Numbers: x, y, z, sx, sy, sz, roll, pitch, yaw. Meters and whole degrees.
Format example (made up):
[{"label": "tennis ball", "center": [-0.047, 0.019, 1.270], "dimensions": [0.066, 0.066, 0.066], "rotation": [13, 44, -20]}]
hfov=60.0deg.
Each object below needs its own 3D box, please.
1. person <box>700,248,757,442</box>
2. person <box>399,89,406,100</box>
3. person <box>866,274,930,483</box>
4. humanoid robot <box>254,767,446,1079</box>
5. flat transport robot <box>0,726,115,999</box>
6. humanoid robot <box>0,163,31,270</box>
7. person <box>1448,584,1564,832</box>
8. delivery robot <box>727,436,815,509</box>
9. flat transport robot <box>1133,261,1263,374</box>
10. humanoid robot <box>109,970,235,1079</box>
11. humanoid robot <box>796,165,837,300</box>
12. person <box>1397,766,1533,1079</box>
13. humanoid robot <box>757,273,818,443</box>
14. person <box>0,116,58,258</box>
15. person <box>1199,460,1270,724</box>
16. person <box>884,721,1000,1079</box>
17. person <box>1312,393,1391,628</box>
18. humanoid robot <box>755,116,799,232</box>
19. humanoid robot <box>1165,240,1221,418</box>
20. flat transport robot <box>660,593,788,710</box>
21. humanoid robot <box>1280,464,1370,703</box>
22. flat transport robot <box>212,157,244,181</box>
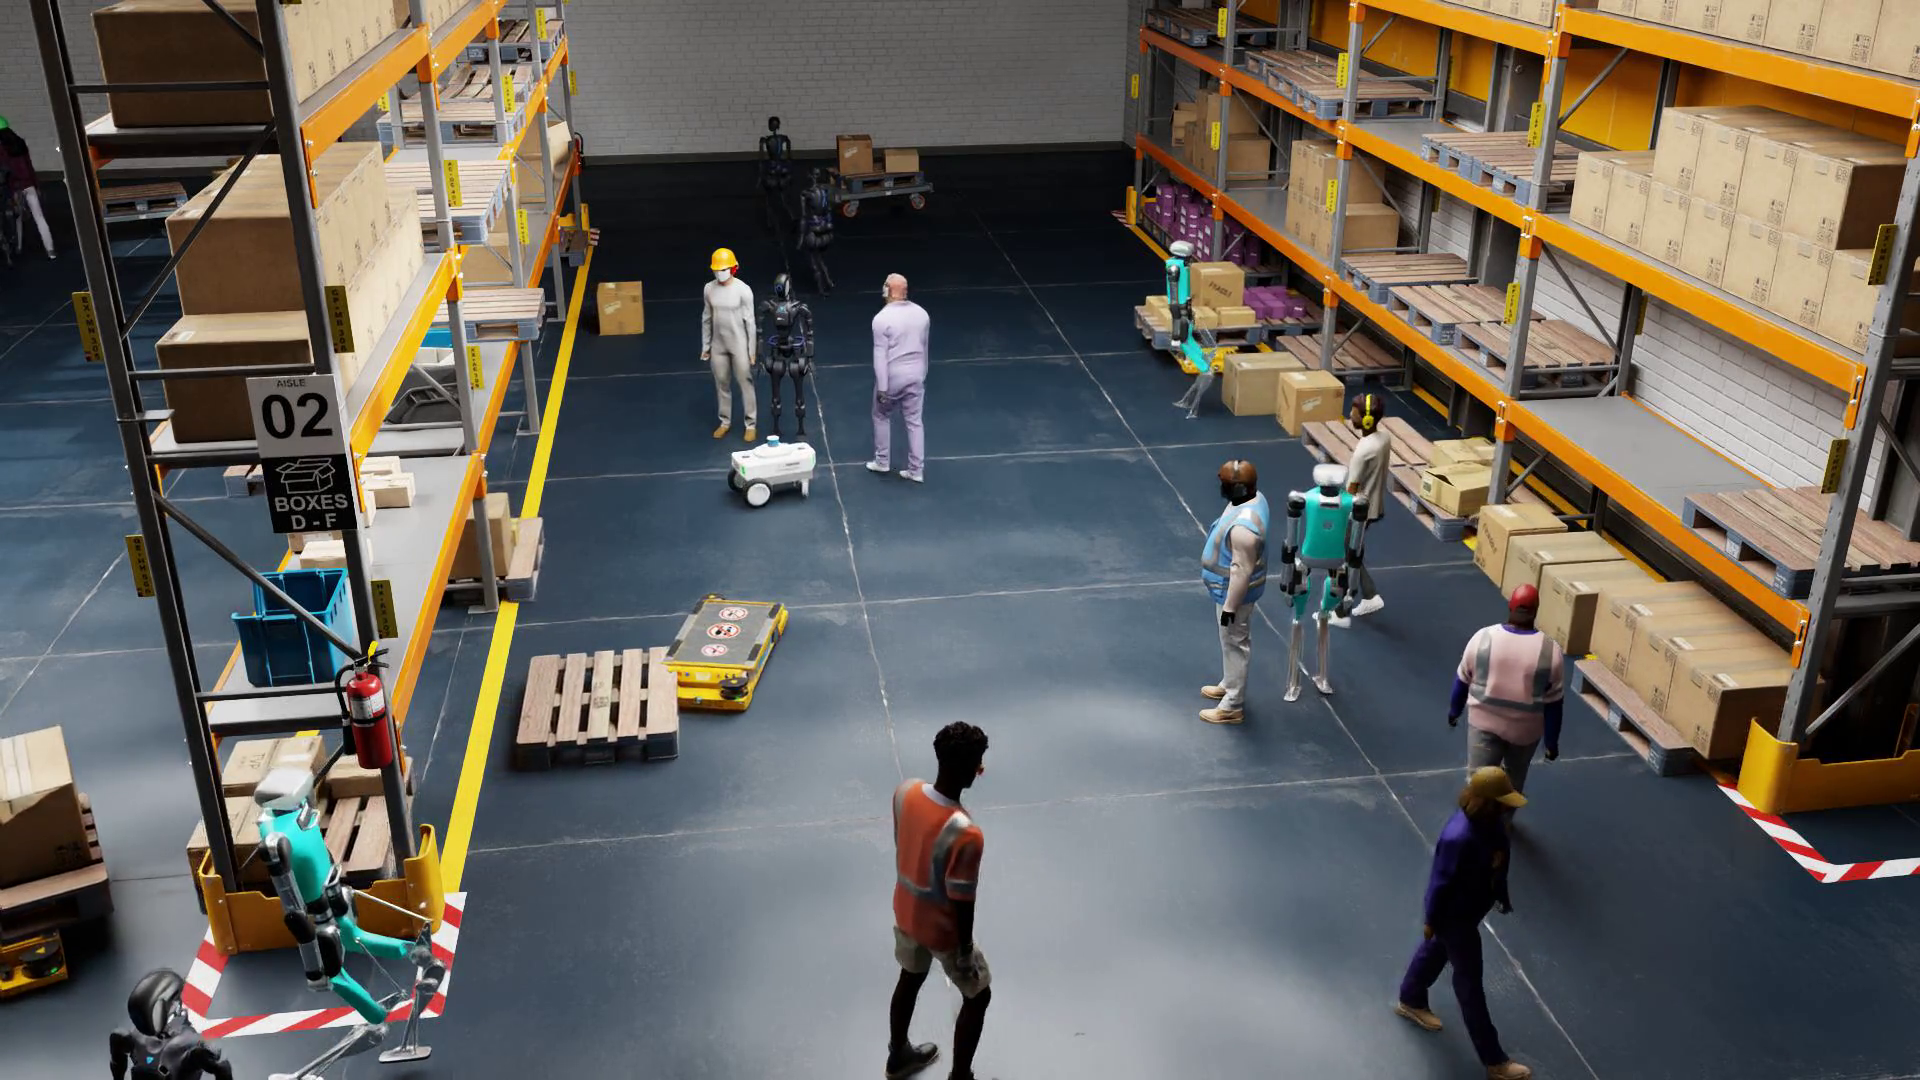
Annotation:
[{"label": "person", "center": [-2.215, -1.863, 15.917], "dimensions": [0.563, 1.885, 0.379], "rotation": [7, 25, 16]}, {"label": "person", "center": [-8.911, -6.369, 26.502], "dimensions": [0.347, 1.624, 0.503], "rotation": [-9, 25, -20]}, {"label": "person", "center": [-0.563, -1.460, 15.030], "dimensions": [0.667, 1.865, 0.721], "rotation": [-16, 29, -33]}, {"label": "humanoid robot", "center": [-2.794, 1.825, 7.685], "dimensions": [0.960, 1.744, 0.542], "rotation": [-3, 24, -6]}, {"label": "flat transport robot", "center": [-5.281, 2.040, 9.030], "dimensions": [0.659, 0.231, 1.431], "rotation": [-14, 27, -28]}, {"label": "humanoid robot", "center": [-12.720, -4.422, 22.067], "dimensions": [0.616, 1.657, 0.713], "rotation": [-20, 31, -38]}, {"label": "person", "center": [3.105, 1.047, 9.494], "dimensions": [0.622, 1.715, 0.890], "rotation": [9, 25, 20]}, {"label": "delivery robot", "center": [-1.673, -0.622, 14.743], "dimensions": [0.769, 0.598, 0.512], "rotation": [-10, 26, -22]}, {"label": "flat transport robot", "center": [2.666, -2.169, 18.620], "dimensions": [0.659, 0.231, 1.431], "rotation": [-3, 24, -8]}, {"label": "humanoid robot", "center": [-3.018, 2.391, 6.467], "dimensions": [0.595, 1.648, 0.354], "rotation": [4, 24, 10]}, {"label": "humanoid robot", "center": [-1.764, -3.812, 20.619], "dimensions": [0.352, 1.645, 0.589], "rotation": [17, 29, 33]}, {"label": "person", "center": [2.493, 1.798, 7.930], "dimensions": [0.828, 1.578, 0.480], "rotation": [19, 30, 37]}, {"label": "humanoid robot", "center": [-1.646, -1.730, 15.849], "dimensions": [0.599, 1.657, 0.315], "rotation": [3, 24, 7]}, {"label": "person", "center": [-12.778, -4.798, 22.612], "dimensions": [0.862, 1.889, 0.515], "rotation": [14, 27, 29]}, {"label": "person", "center": [1.798, 0.334, 10.969], "dimensions": [0.429, 1.838, 0.620], "rotation": [5, 24, 11]}, {"label": "person", "center": [-0.080, 1.719, 7.693], "dimensions": [0.467, 1.938, 0.625], "rotation": [-17, 29, -34]}, {"label": "person", "center": [2.899, -0.207, 12.177], "dimensions": [0.461, 1.852, 0.556], "rotation": [14, 27, 29]}, {"label": "humanoid robot", "center": [-2.622, -5.230, 23.869], "dimensions": [0.608, 1.639, 0.617], "rotation": [-19, 30, -36]}, {"label": "humanoid robot", "center": [2.373, -2.069, 16.581], "dimensions": [0.726, 1.805, 0.540], "rotation": [7, 25, 16]}, {"label": "flat transport robot", "center": [-1.696, 0.784, 11.892], "dimensions": [0.659, 0.231, 1.431], "rotation": [3, 24, 6]}, {"label": "humanoid robot", "center": [2.423, 0.245, 11.269], "dimensions": [0.531, 1.779, 0.733], "rotation": [3, 24, 7]}, {"label": "flat transport robot", "center": [-10.442, -5.010, 25.092], "dimensions": [1.431, 0.231, 0.659], "rotation": [22, 32, 40]}]
